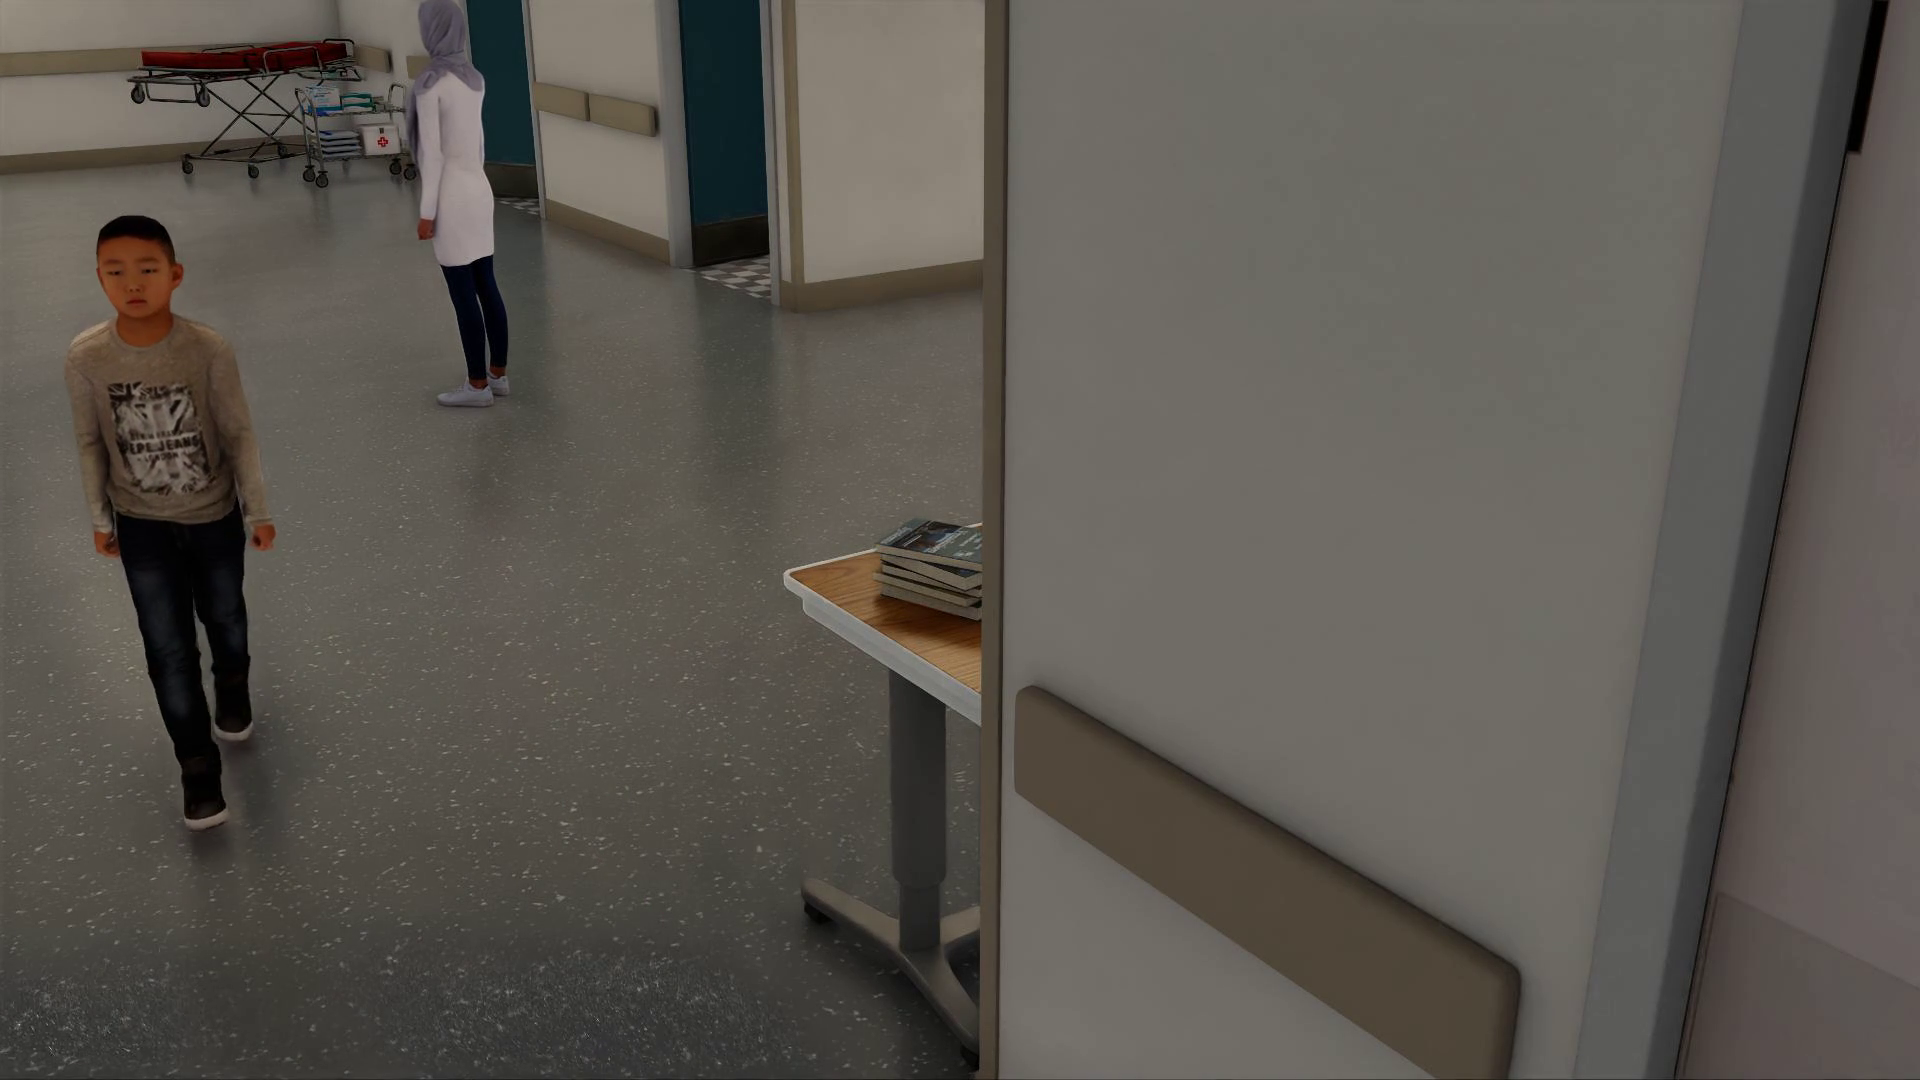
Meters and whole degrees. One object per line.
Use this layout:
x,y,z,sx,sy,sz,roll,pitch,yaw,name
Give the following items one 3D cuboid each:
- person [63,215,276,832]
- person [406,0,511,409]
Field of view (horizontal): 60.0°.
-1.951,-0.078,4.183,0.675,1.433,1.023,-9,23,-22,person
-2.221,-1.482,7.407,0.721,1.775,0.688,6,22,16,person
